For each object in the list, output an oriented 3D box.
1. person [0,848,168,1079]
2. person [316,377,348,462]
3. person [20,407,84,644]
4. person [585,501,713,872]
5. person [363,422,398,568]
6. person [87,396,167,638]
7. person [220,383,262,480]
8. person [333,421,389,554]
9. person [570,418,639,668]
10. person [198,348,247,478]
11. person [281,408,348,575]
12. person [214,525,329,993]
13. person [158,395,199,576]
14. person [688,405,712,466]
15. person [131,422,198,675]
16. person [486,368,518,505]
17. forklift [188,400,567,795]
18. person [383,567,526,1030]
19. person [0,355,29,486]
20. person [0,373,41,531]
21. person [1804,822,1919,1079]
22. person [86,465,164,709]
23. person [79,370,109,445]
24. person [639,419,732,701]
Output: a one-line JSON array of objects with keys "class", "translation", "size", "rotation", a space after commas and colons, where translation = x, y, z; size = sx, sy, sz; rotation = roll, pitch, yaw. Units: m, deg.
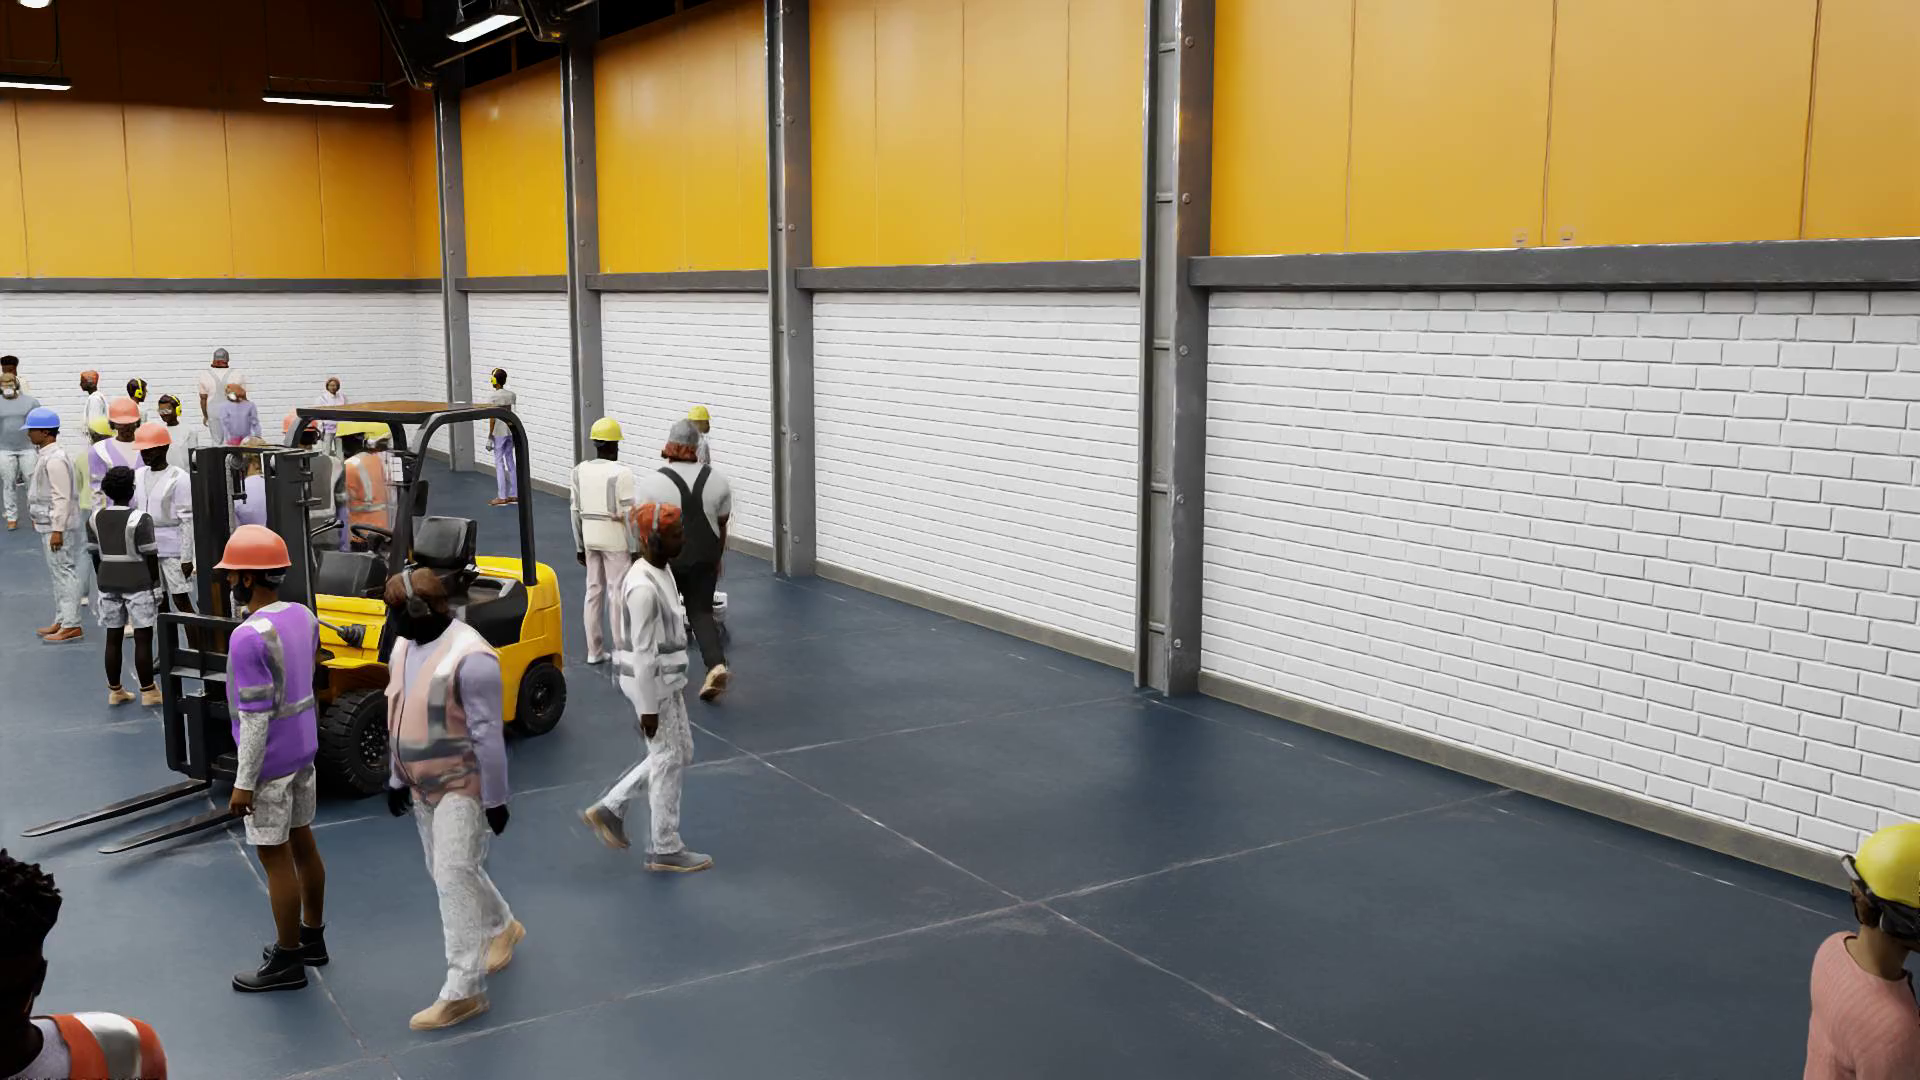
[{"class": "person", "translation": [-1.630, 1.481, 2.875], "size": [0.370, 1.963, 0.608], "rotation": [6, 11, 36]}, {"class": "person", "translation": [-9.330, -1.607, 24.795], "size": [0.314, 1.636, 0.515], "rotation": [7, 11, 41]}, {"class": "person", "translation": [-7.491, -0.125, 13.756], "size": [0.388, 1.947, 0.614], "rotation": [-6, 10, -34]}, {"class": "person", "translation": [-1.546, 0.732, 8.215], "size": [0.537, 1.873, 0.582], "rotation": [0, 8, -3]}, {"class": "person", "translation": [-4.935, -0.125, 14.192], "size": [0.416, 1.821, 0.596], "rotation": [1, 8, 5]}, {"class": "person", "translation": [-6.921, -0.188, 13.924], "size": [0.612, 2.030, 0.403], "rotation": [-6, 11, -37]}, {"class": "person", "translation": [-10.189, -1.421, 23.629], "size": [0.542, 1.611, 0.428], "rotation": [-5, 10, -32]}, {"class": "person", "translation": [-4.853, -0.058, 13.454], "size": [0.476, 1.903, 0.602], "rotation": [0, 8, 0]}, {"class": "person", "translation": [-2.723, 0.020, 12.845], "size": [0.586, 1.928, 0.380], "rotation": [4, 9, 26]}, {"class": "person", "translation": [-11.442, -1.970, 25.879], "size": [0.678, 2.000, 0.537], "rotation": [-3, 9, -19]}, {"class": "person", "translation": [-4.865, 0.035, 12.415], "size": [0.607, 2.033, 0.420], "rotation": [-8, 12, -44]}, {"class": "person", "translation": [-2.860, 0.899, 6.891], "size": [0.359, 1.939, 0.542], "rotation": [0, 8, 3]}, {"class": "person", "translation": [-7.991, -0.558, 16.987], "size": [0.512, 1.861, 0.325], "rotation": [1, 8, 4]}, {"class": "person", "translation": [-2.682, -0.514, 17.107], "size": [0.321, 1.737, 0.487], "rotation": [-5, 10, -30]}, {"class": "person", "translation": [-5.983, 0.078, 12.478], "size": [0.540, 1.929, 0.390], "rotation": [4, 9, 22]}, {"class": "person", "translation": [-6.242, -1.403, 22.633], "size": [0.329, 1.872, 0.508], "rotation": [5, 10, 29]}, {"class": "forklift", "translation": [-3.529, 0.258, 10.348], "size": [1.214, 2.155, 2.313], "rotation": [4, 9, 25]}, {"class": "person", "translation": [-2.041, 0.991, 6.800], "size": [0.656, 1.800, 0.682], "rotation": [8, 11, 42]}, {"class": "person", "translation": [-14.163, -1.796, 24.963], "size": [0.368, 1.966, 0.603], "rotation": [-2, 9, -15]}, {"class": "person", "translation": [-11.494, -1.074, 20.236], "size": [0.641, 1.927, 0.386], "rotation": [-5, 10, -31]}, {"class": "person", "translation": [2.010, 1.468, 3.680], "size": [0.342, 1.757, 0.533], "rotation": [2, 9, 14]}, {"class": "person", "translation": [-5.765, 0.329, 11.529], "size": [0.535, 1.700, 0.318], "rotation": [2, 9, 12]}, {"class": "person", "translation": [-11.359, -1.298, 21.920], "size": [0.346, 1.876, 0.576], "rotation": [-4, 9, -25]}, {"class": "person", "translation": [-1.947, 0.117, 11.818], "size": [0.684, 2.000, 0.884], "rotation": [-5, 10, -29]}]
